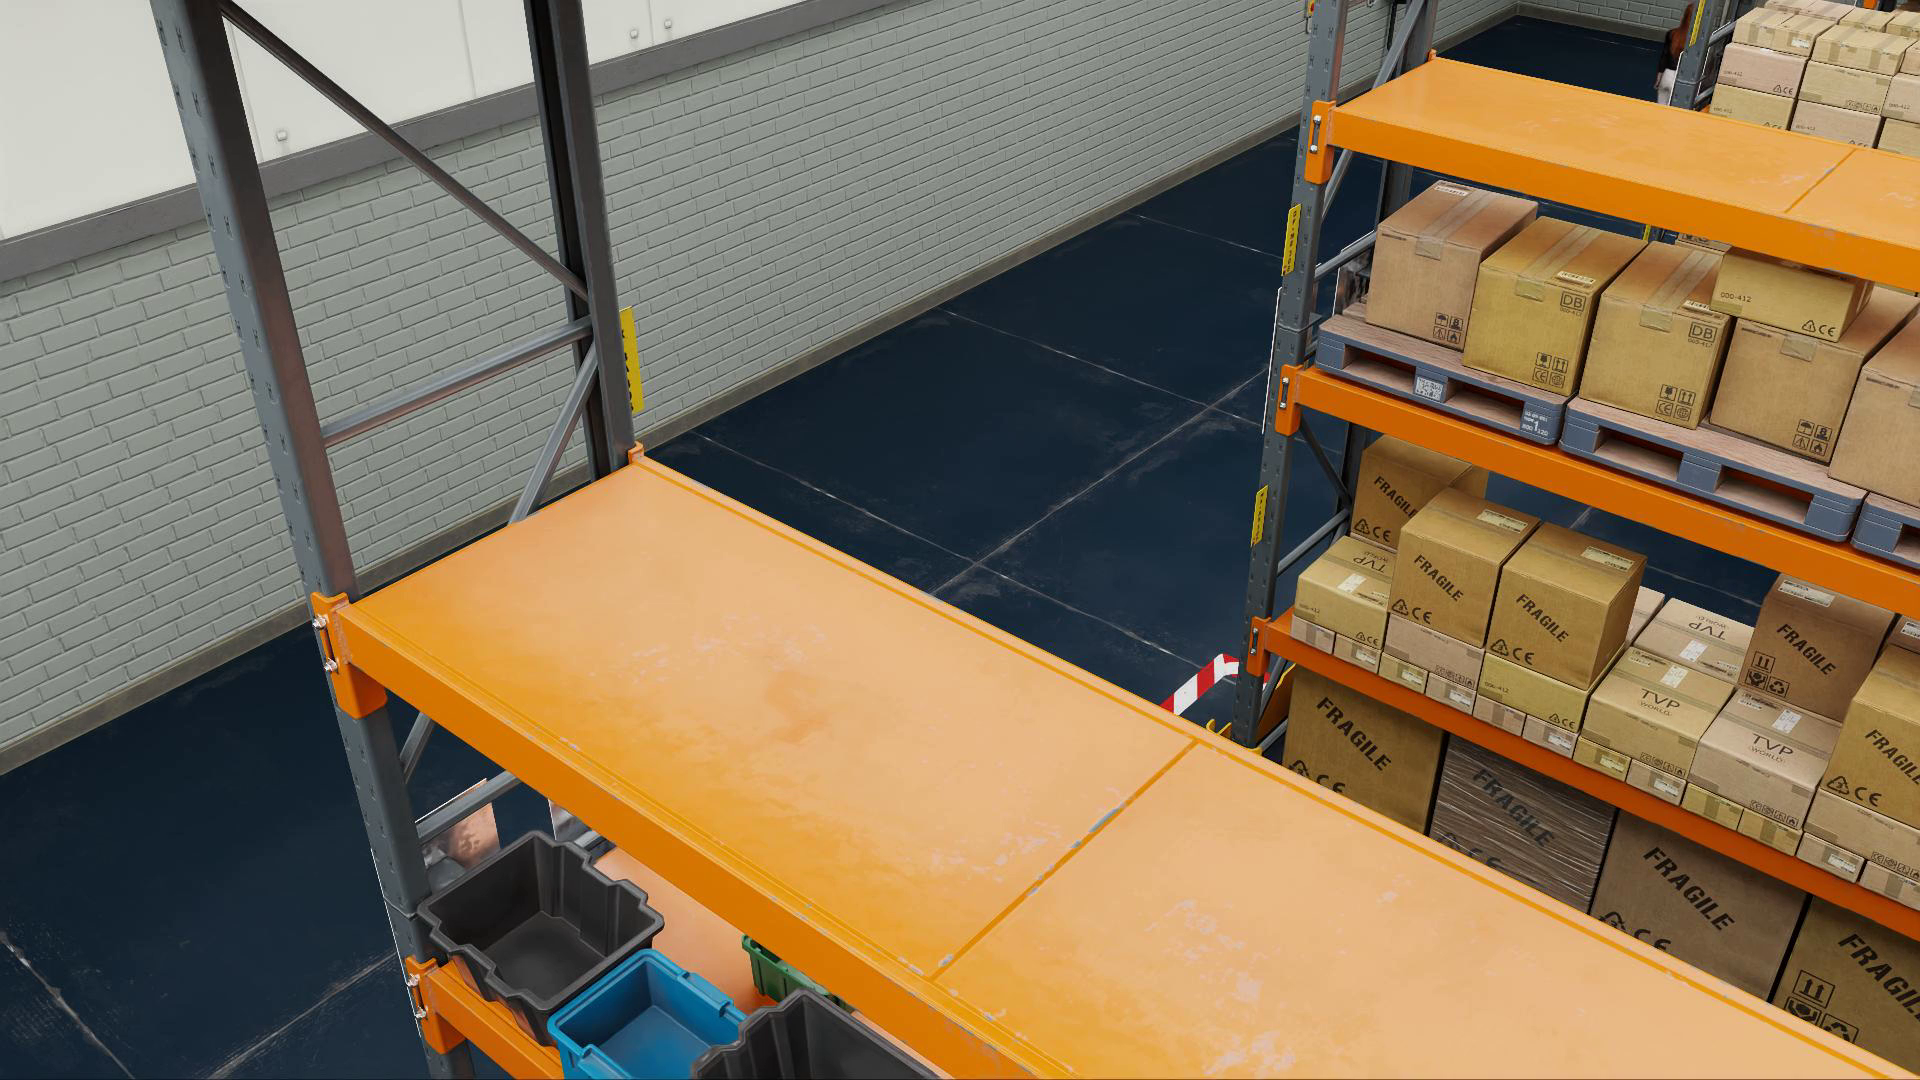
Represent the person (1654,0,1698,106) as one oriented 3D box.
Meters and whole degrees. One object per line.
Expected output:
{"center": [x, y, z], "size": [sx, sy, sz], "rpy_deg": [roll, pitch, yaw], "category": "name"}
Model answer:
{"center": [7.718, -4.930, 17.921], "size": [0.445, 1.706, 0.657], "rpy_deg": [24, 40, 32], "category": "person"}
